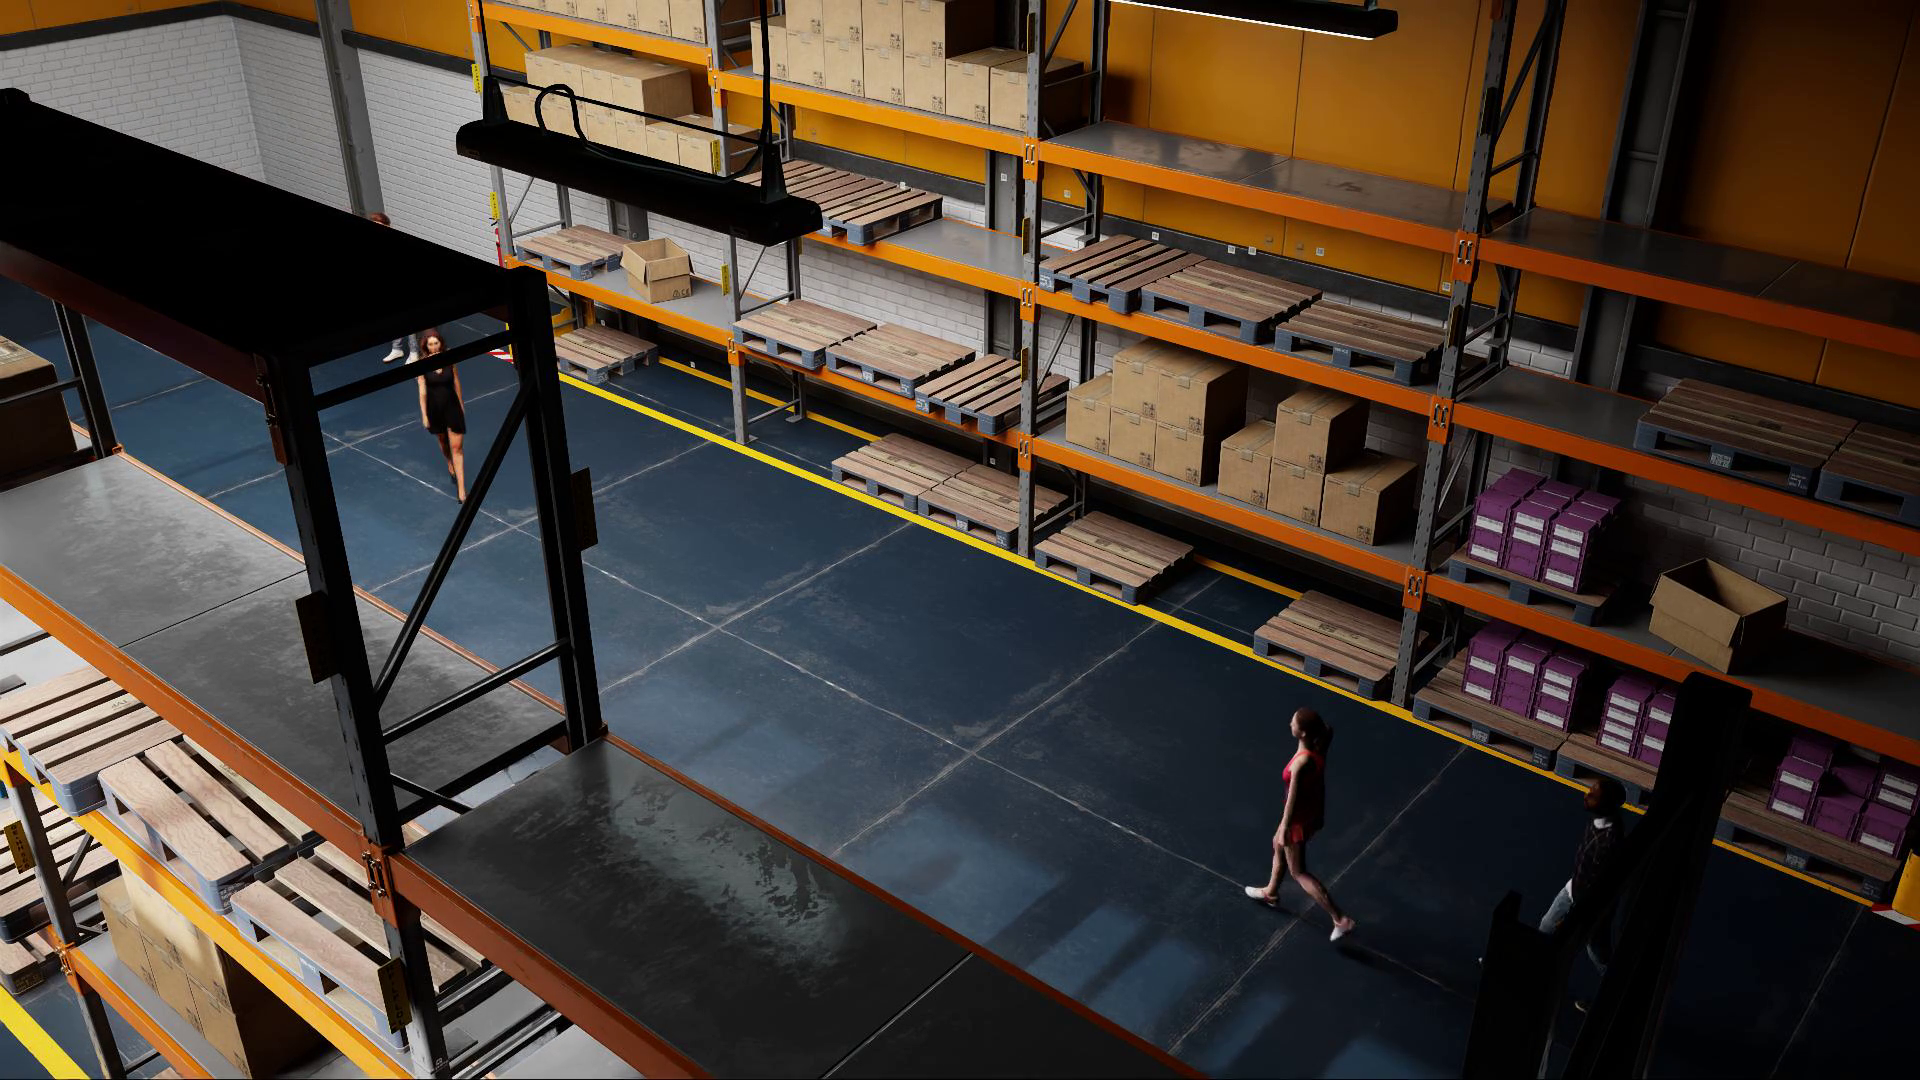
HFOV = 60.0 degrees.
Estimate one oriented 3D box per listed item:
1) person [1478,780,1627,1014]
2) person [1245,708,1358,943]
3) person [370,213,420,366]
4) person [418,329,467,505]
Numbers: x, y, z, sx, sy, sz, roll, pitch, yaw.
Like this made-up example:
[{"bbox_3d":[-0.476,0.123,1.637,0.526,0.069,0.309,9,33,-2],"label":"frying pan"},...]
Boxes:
[{"bbox_3d":[4.070,2.303,10.464,1.275,1.774,1.035,7,29,13],"label":"person"},{"bbox_3d":[2.371,1.928,11.208,1.103,1.719,0.613,19,34,31],"label":"person"},{"bbox_3d":[-6.872,-3.056,20.161,0.613,1.895,0.793,9,30,17],"label":"person"},{"bbox_3d":[-5.306,-1.297,17.067,0.950,1.771,1.239,-12,31,-21],"label":"person"}]
